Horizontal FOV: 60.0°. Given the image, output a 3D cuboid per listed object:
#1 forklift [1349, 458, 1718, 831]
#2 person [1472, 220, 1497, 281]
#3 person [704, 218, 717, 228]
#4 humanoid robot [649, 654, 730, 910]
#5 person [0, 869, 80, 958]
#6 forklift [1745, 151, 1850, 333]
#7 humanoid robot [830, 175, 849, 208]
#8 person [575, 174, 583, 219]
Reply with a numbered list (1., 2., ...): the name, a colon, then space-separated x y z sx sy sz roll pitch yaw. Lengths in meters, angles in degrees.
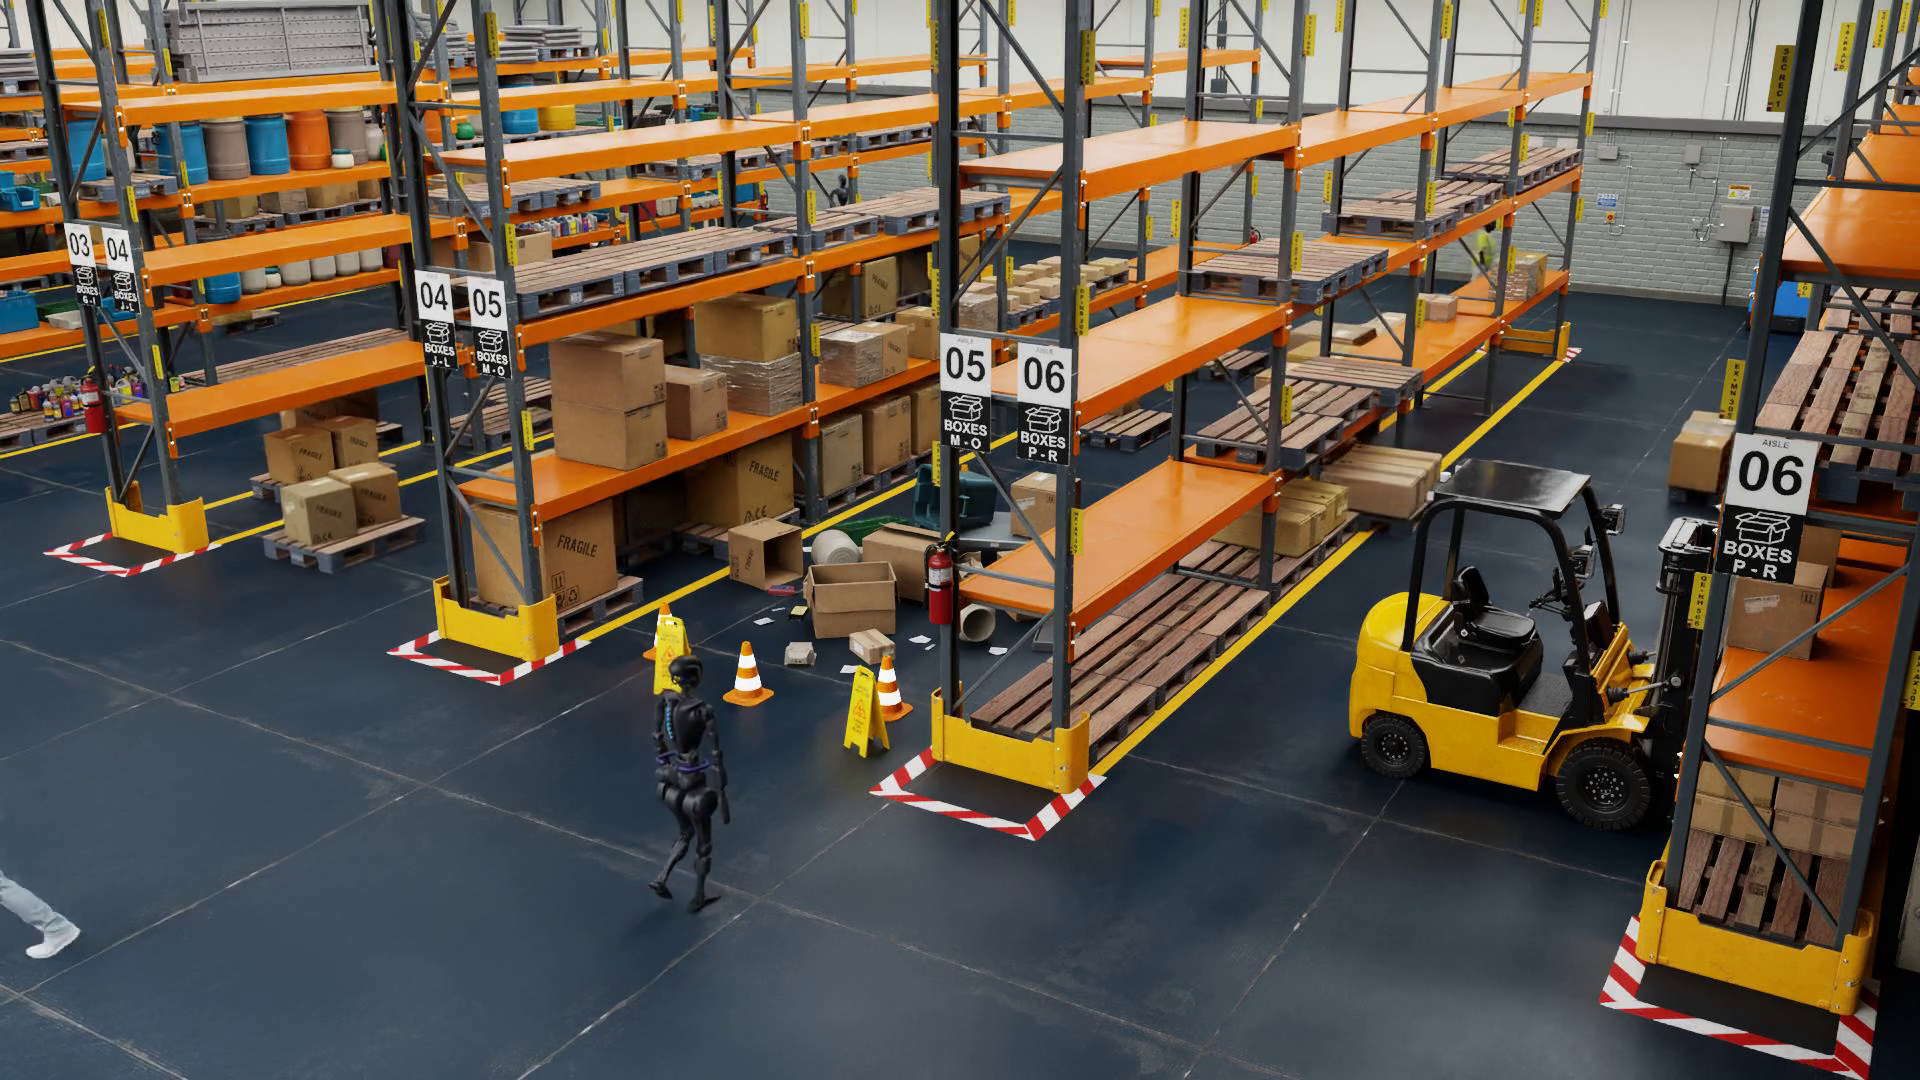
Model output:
1. forklift: 3.988 0.658 11.776 2.313 2.155 1.214 11 22 29
2. person: 8.745 -4.622 27.815 0.755 1.672 0.534 17 25 41
3. person: -5.235 -7.064 34.869 0.489 1.688 0.349 -6 20 -17
4. humanoid robot: -1.690 1.501 10.111 0.608 1.644 0.440 14 23 34
5. person: -5.710 1.619 9.498 0.997 1.867 0.620 -11 22 -28
6. forklift: 13.620 -4.667 26.137 1.873 2.768 1.129 11 22 29
7. humanoid robot: -2.373 -6.520 33.413 0.609 1.643 0.769 -10 21 -27
8. person: -7.327 -6.155 32.105 0.518 1.773 0.823 8 21 22
